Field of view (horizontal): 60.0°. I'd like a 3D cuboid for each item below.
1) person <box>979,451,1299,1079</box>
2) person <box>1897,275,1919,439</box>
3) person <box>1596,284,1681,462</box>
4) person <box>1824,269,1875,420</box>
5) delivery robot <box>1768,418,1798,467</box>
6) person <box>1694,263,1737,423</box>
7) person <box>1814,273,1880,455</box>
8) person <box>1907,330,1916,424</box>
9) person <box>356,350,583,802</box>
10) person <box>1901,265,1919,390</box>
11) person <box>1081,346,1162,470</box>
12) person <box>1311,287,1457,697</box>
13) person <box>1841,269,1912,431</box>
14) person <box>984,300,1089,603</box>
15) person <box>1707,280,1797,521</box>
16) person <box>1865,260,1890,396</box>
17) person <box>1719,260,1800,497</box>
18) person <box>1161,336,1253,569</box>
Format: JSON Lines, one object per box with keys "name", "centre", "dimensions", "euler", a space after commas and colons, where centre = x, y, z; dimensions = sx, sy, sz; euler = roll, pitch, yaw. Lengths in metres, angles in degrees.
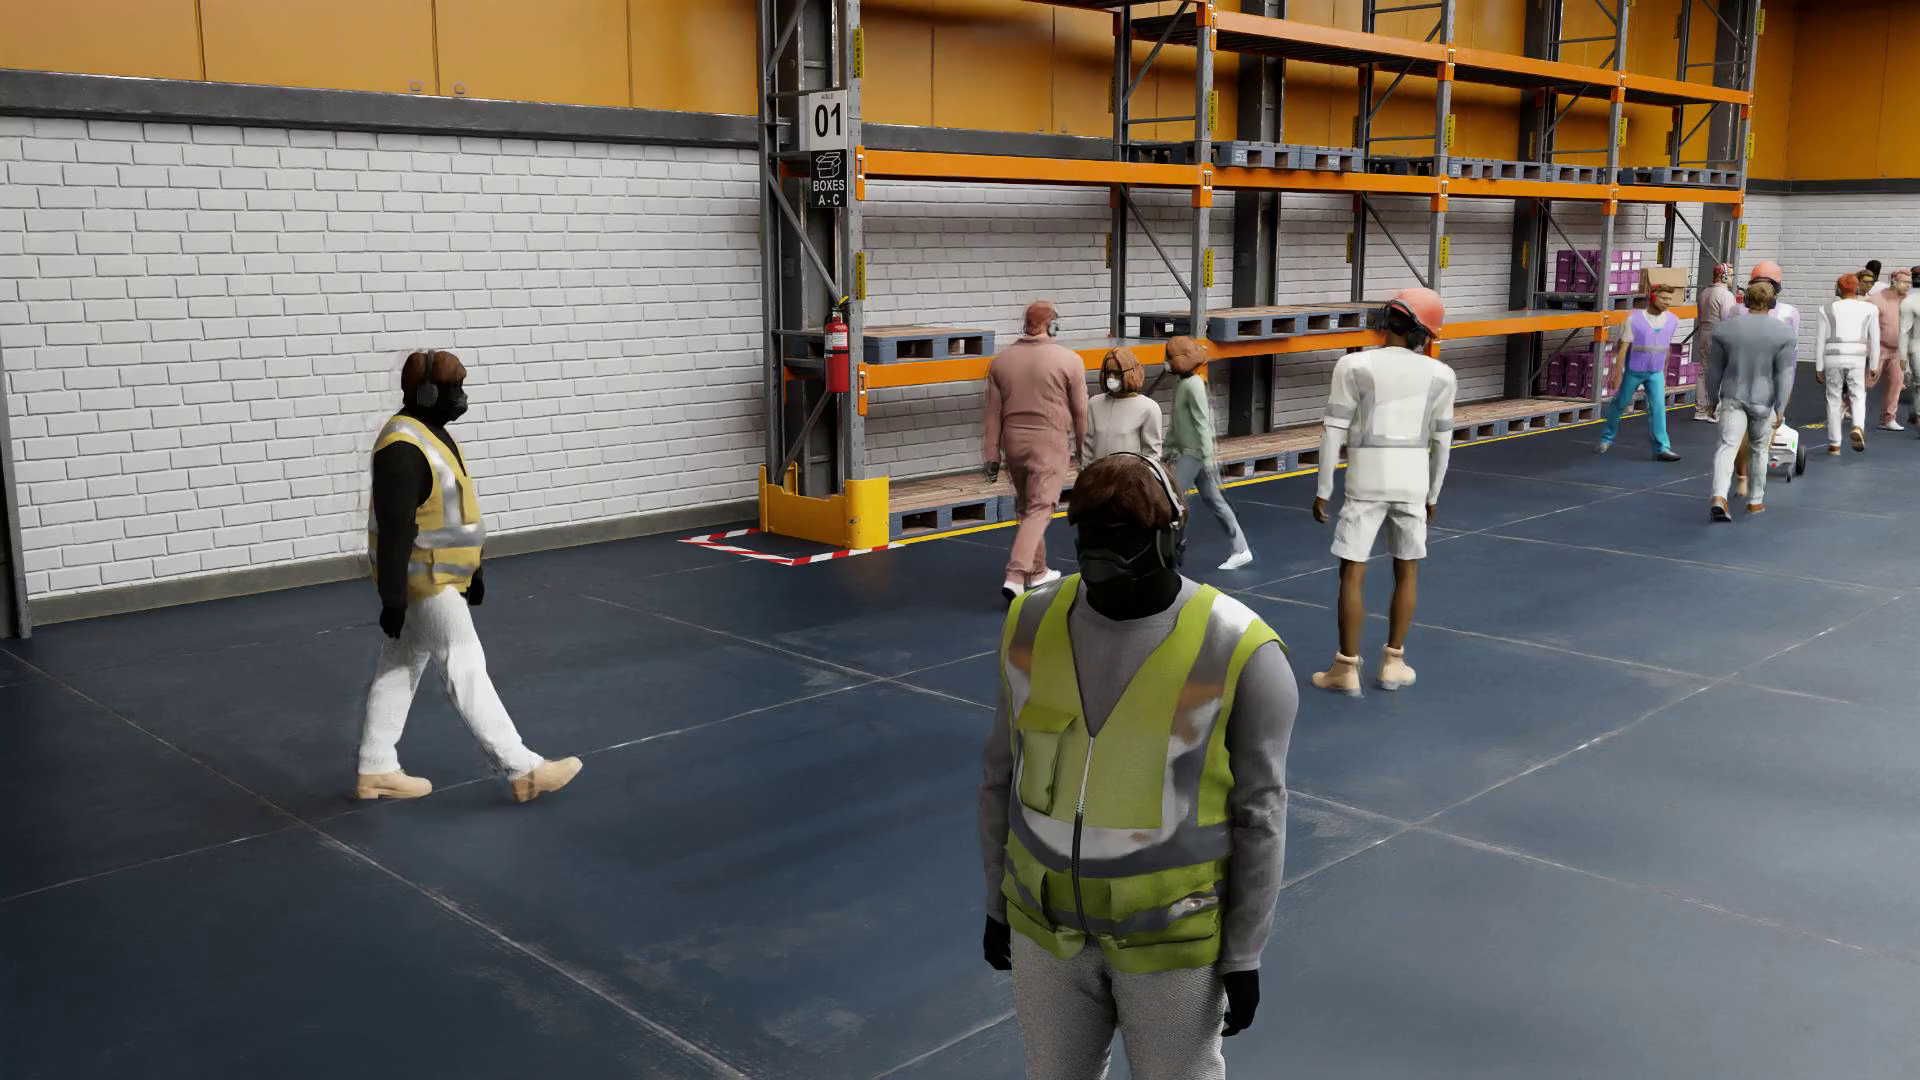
{"name": "person", "centre": [0.309, 0.745, 3.228], "dimensions": [0.626, 1.844, 0.429], "euler": [5, 12, 27]}
{"name": "person", "centre": [10.579, -2.035, 18.202], "dimensions": [0.660, 1.910, 0.518], "euler": [1, 10, 8]}
{"name": "person", "centre": [6.835, -1.688, 16.720], "dimensions": [0.626, 1.770, 1.049], "euler": [-1, 10, -7]}
{"name": "person", "centre": [10.867, -2.365, 20.223], "dimensions": [0.542, 1.827, 0.397], "euler": [-1, 10, -4]}
{"name": "delivery robot", "centre": [7.578, -0.896, 15.426], "dimensions": [0.477, 0.478, 0.707], "euler": [5, 12, 27]}
{"name": "person", "centre": [9.088, -2.351, 19.929], "dimensions": [0.408, 1.909, 0.642], "euler": [-1, 10, -6]}
{"name": "person", "centre": [8.984, -1.764, 16.862], "dimensions": [0.592, 1.861, 0.668], "euler": [4, 11, 19]}
{"name": "person", "centre": [11.380, -2.189, 19.408], "dimensions": [0.598, 1.789, 0.924], "euler": [4, 11, 19]}
{"name": "person", "centre": [-1.986, 0.157, 6.551], "dimensions": [0.965, 1.791, 0.645], "euler": [-2, 11, -8]}
{"name": "person", "centre": [13.974, -3.125, 24.435], "dimensions": [0.634, 1.811, 0.817], "euler": [8, 13, 37]}
{"name": "person", "centre": [0.886, -0.262, 9.285], "dimensions": [0.498, 1.632, 0.285], "euler": [8, 13, 37]}
{"name": "person", "centre": [2.078, -0.230, 8.154], "dimensions": [0.678, 1.992, 0.449], "euler": [-1, 10, -4]}
{"name": "person", "centre": [10.701, -2.218, 19.314], "dimensions": [0.651, 1.866, 0.822], "euler": [-1, 10, -8]}
{"name": "person", "centre": [0.450, -0.543, 10.258], "dimensions": [0.641, 1.855, 0.955], "euler": [7, 12, 33]}
{"name": "person", "centre": [6.210, -1.097, 13.133], "dimensions": [0.640, 1.906, 0.973], "euler": [7, 13, 34]}
{"name": "person", "centre": [12.802, -2.977, 23.374], "dimensions": [0.887, 1.888, 0.616], "euler": [-9, 14, -40]}
{"name": "person", "centre": [6.771, -1.354, 14.155], "dimensions": [0.606, 2.031, 0.536], "euler": [7, 13, 35]}
{"name": "person", "centre": [1.555, -0.558, 11.050], "dimensions": [0.894, 1.597, 0.504], "euler": [0, 10, 0]}
